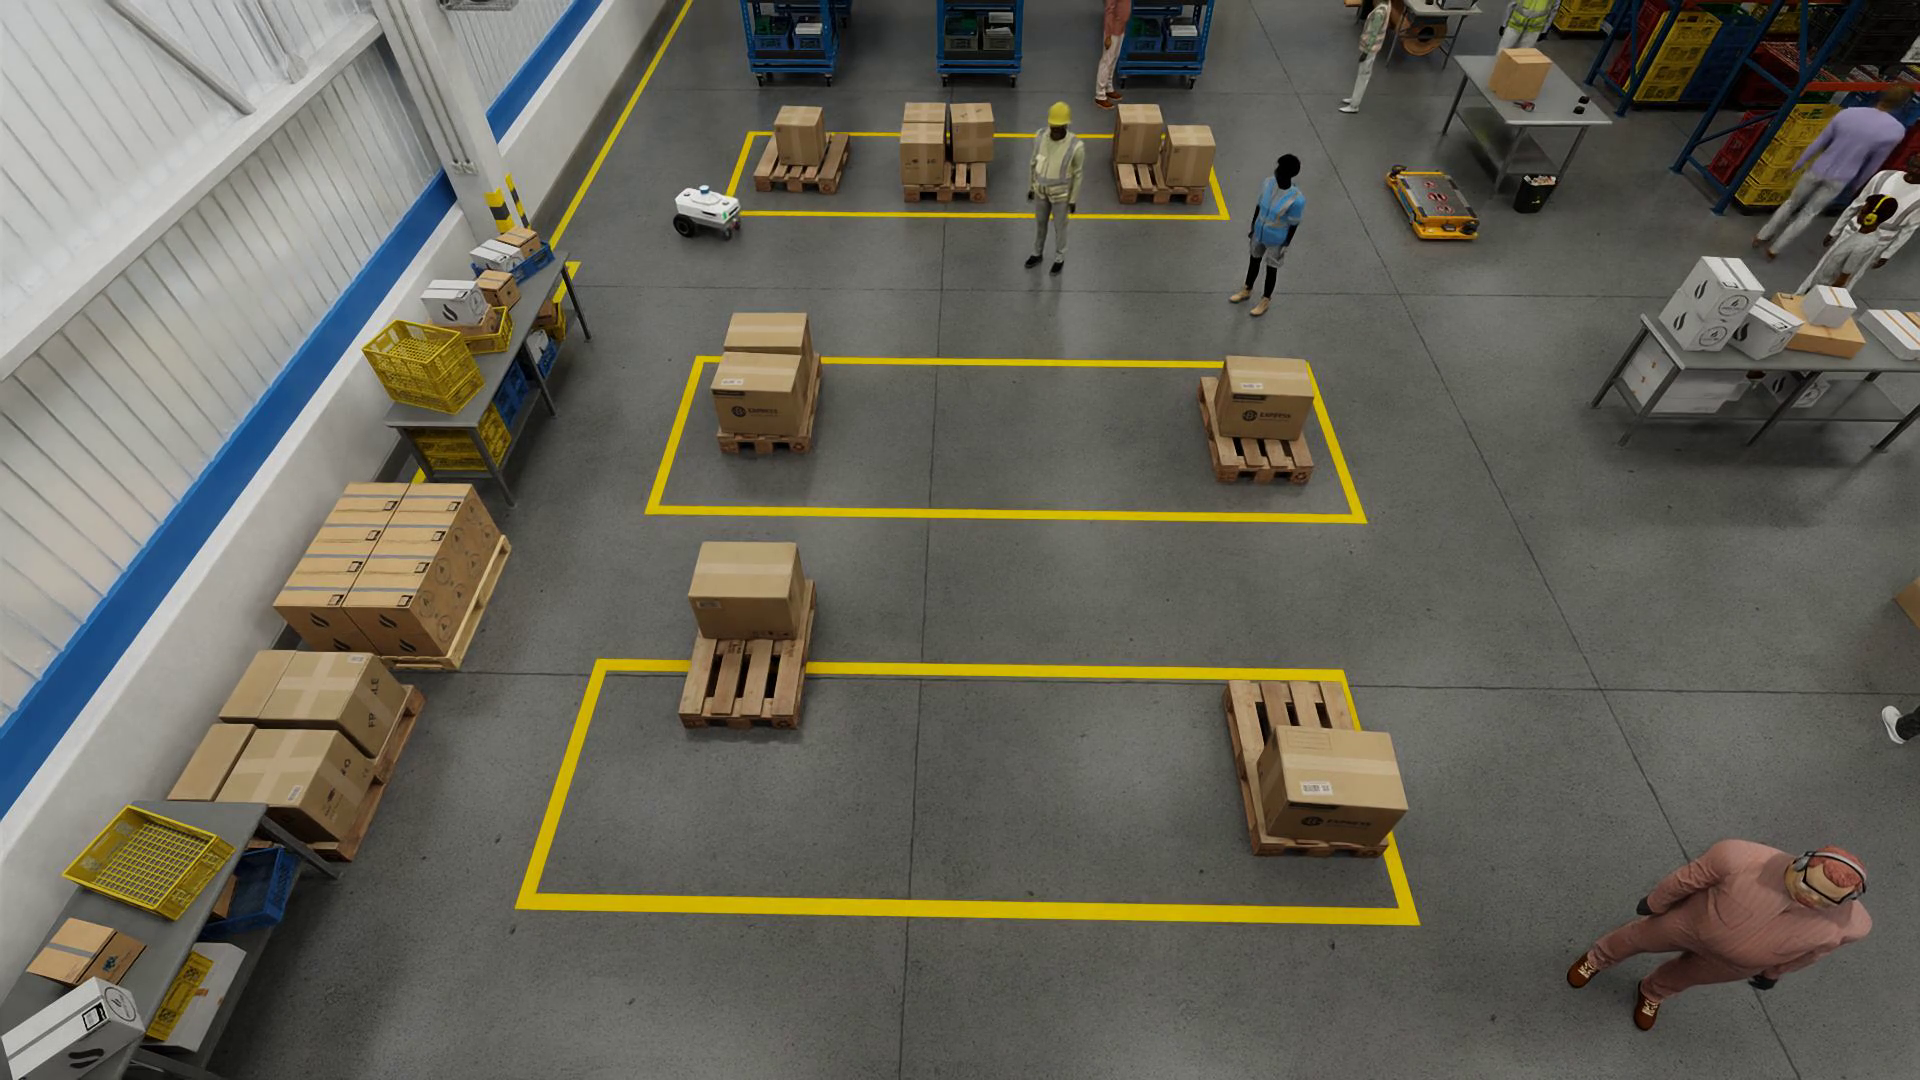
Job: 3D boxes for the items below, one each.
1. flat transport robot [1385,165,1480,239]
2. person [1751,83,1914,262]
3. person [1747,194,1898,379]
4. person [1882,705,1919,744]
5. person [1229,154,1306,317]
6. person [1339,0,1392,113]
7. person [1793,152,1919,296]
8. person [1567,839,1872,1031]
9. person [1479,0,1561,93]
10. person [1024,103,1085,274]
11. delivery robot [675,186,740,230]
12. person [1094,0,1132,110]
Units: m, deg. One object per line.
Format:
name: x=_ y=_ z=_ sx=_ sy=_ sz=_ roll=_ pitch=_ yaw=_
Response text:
flat transport robot: x=5.692 y=-4.094 z=11.059 sx=0.652 sy=0.197 sz=1.431 roll=1 pitch=49 yaw=1
person: x=9.380 y=-3.942 z=9.860 sx=0.668 sy=1.907 sz=0.698 roll=-32 pitch=56 yaw=-25
person: x=7.888 y=-2.280 z=8.444 sx=0.334 sy=1.864 sz=0.517 roll=31 pitch=56 yaw=24
person: x=6.743 y=0.772 z=5.769 sx=0.587 sy=1.914 sz=0.391 roll=26 pitch=54 yaw=21
person: x=3.119 y=-3.057 z=9.224 sx=0.318 sy=1.694 sz=0.539 roll=-26 pitch=54 yaw=-21
person: x=5.520 y=-6.635 z=12.361 sx=0.314 sy=1.636 sz=0.515 roll=22 pitch=53 yaw=18
person: x=8.886 y=-2.946 z=9.011 sx=0.344 sy=1.877 sz=0.579 roll=-26 pitch=54 yaw=-21
person: x=3.863 y=2.030 z=4.684 sx=0.654 sy=1.906 sz=0.407 roll=32 pitch=56 yaw=24
person: x=7.784 y=-7.083 z=12.623 sx=0.629 sy=1.837 sz=0.430 roll=19 pitch=52 yaw=16
person: x=0.981 y=-3.694 z=9.693 sx=0.608 sy=1.832 sz=0.426 roll=26 pitch=54 yaw=21
delivery robot: x=-2.910 y=-3.850 z=10.601 sx=0.707 sy=0.478 sz=0.477 roll=17 pitch=51 yaw=14
person: x=2.112 y=-6.903 z=12.361 sx=0.389 sy=1.988 sz=0.622 roll=22 pitch=53 yaw=18
